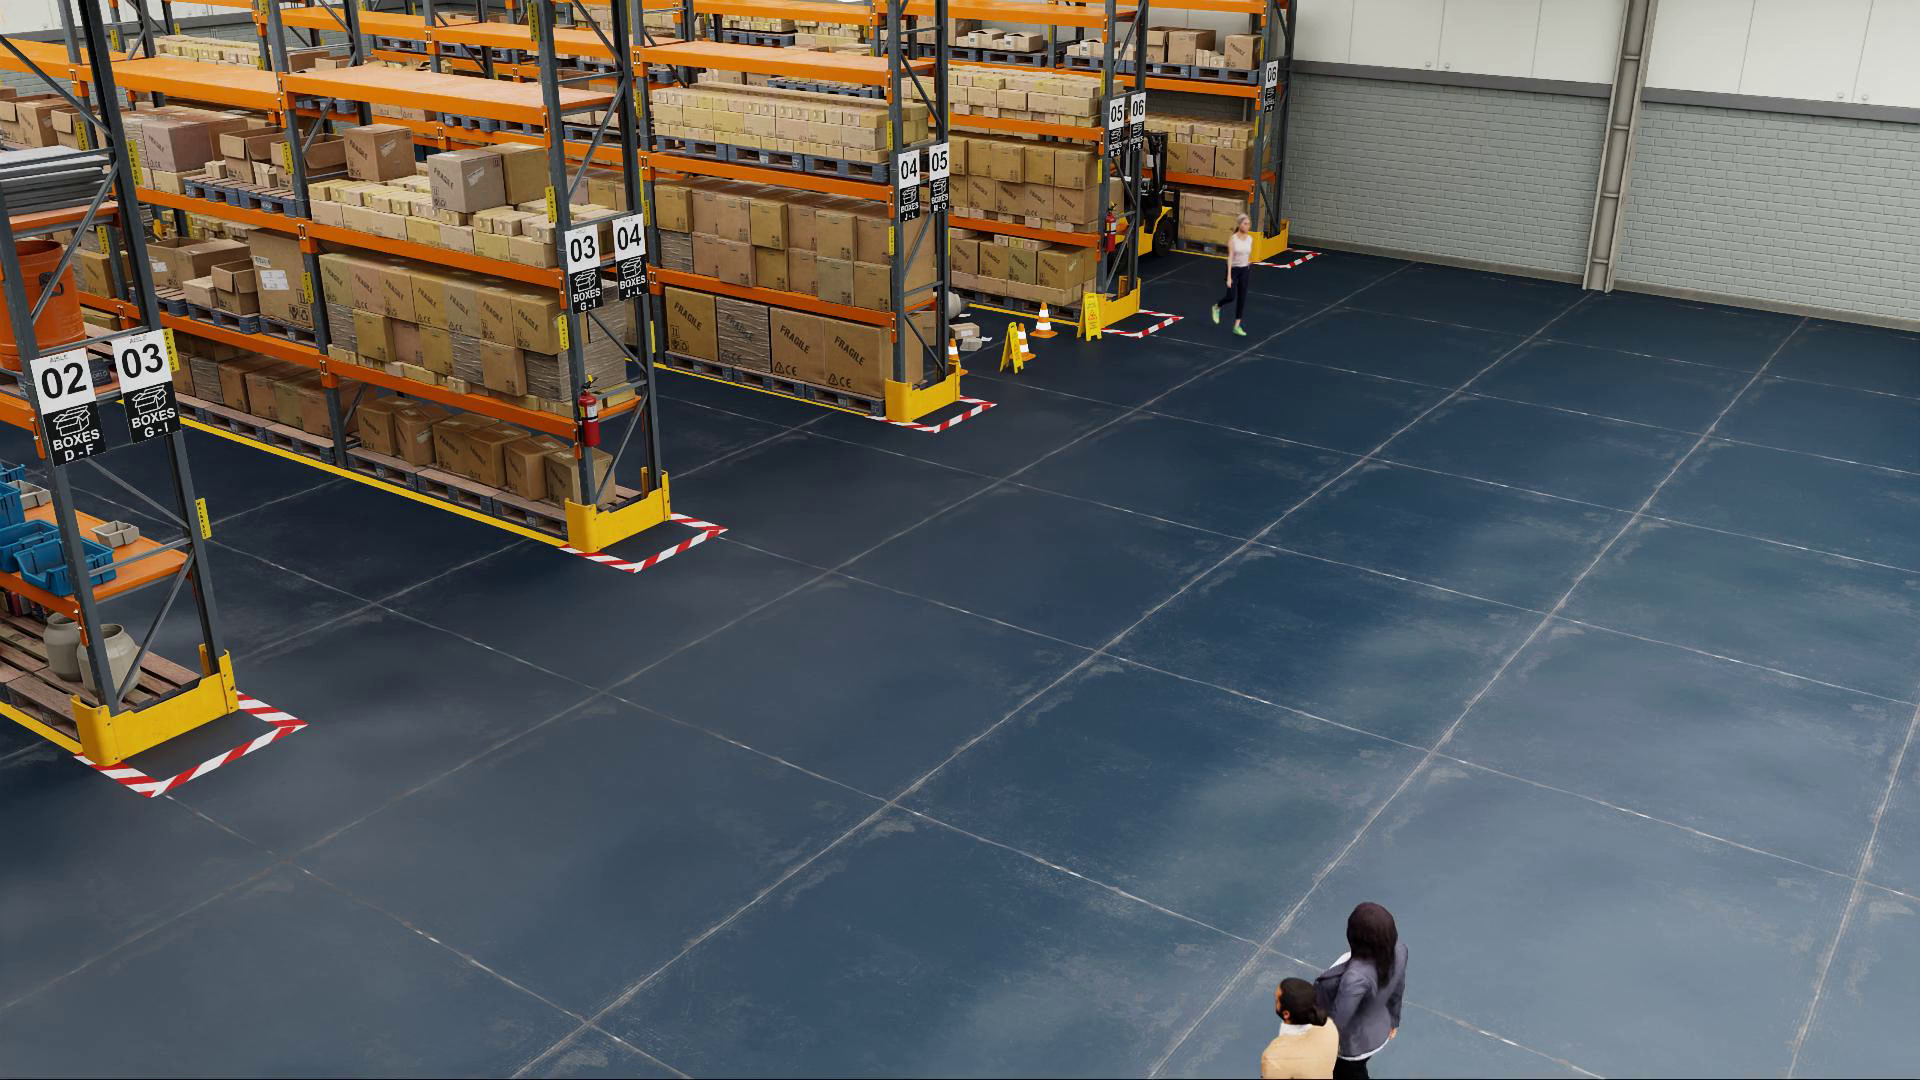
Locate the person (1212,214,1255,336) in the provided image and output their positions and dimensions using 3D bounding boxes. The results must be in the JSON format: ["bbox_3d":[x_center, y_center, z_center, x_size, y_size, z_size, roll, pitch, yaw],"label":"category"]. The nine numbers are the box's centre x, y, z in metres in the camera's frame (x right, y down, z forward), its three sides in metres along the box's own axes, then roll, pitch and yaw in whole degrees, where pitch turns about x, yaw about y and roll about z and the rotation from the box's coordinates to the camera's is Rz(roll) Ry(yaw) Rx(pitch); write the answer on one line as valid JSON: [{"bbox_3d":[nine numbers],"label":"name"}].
[{"bbox_3d":[3.850,-3.754,23.446,0.855,1.690,1.005,-12,26,-25],"label":"person"}]

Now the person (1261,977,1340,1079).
[{"bbox_3d":[1.654,2.857,7.871,0.938,1.712,1.266,-16,28,-33],"label":"person"}]

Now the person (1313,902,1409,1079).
[{"bbox_3d":[2.120,2.610,8.636,0.954,1.568,0.666,16,28,33],"label":"person"}]
